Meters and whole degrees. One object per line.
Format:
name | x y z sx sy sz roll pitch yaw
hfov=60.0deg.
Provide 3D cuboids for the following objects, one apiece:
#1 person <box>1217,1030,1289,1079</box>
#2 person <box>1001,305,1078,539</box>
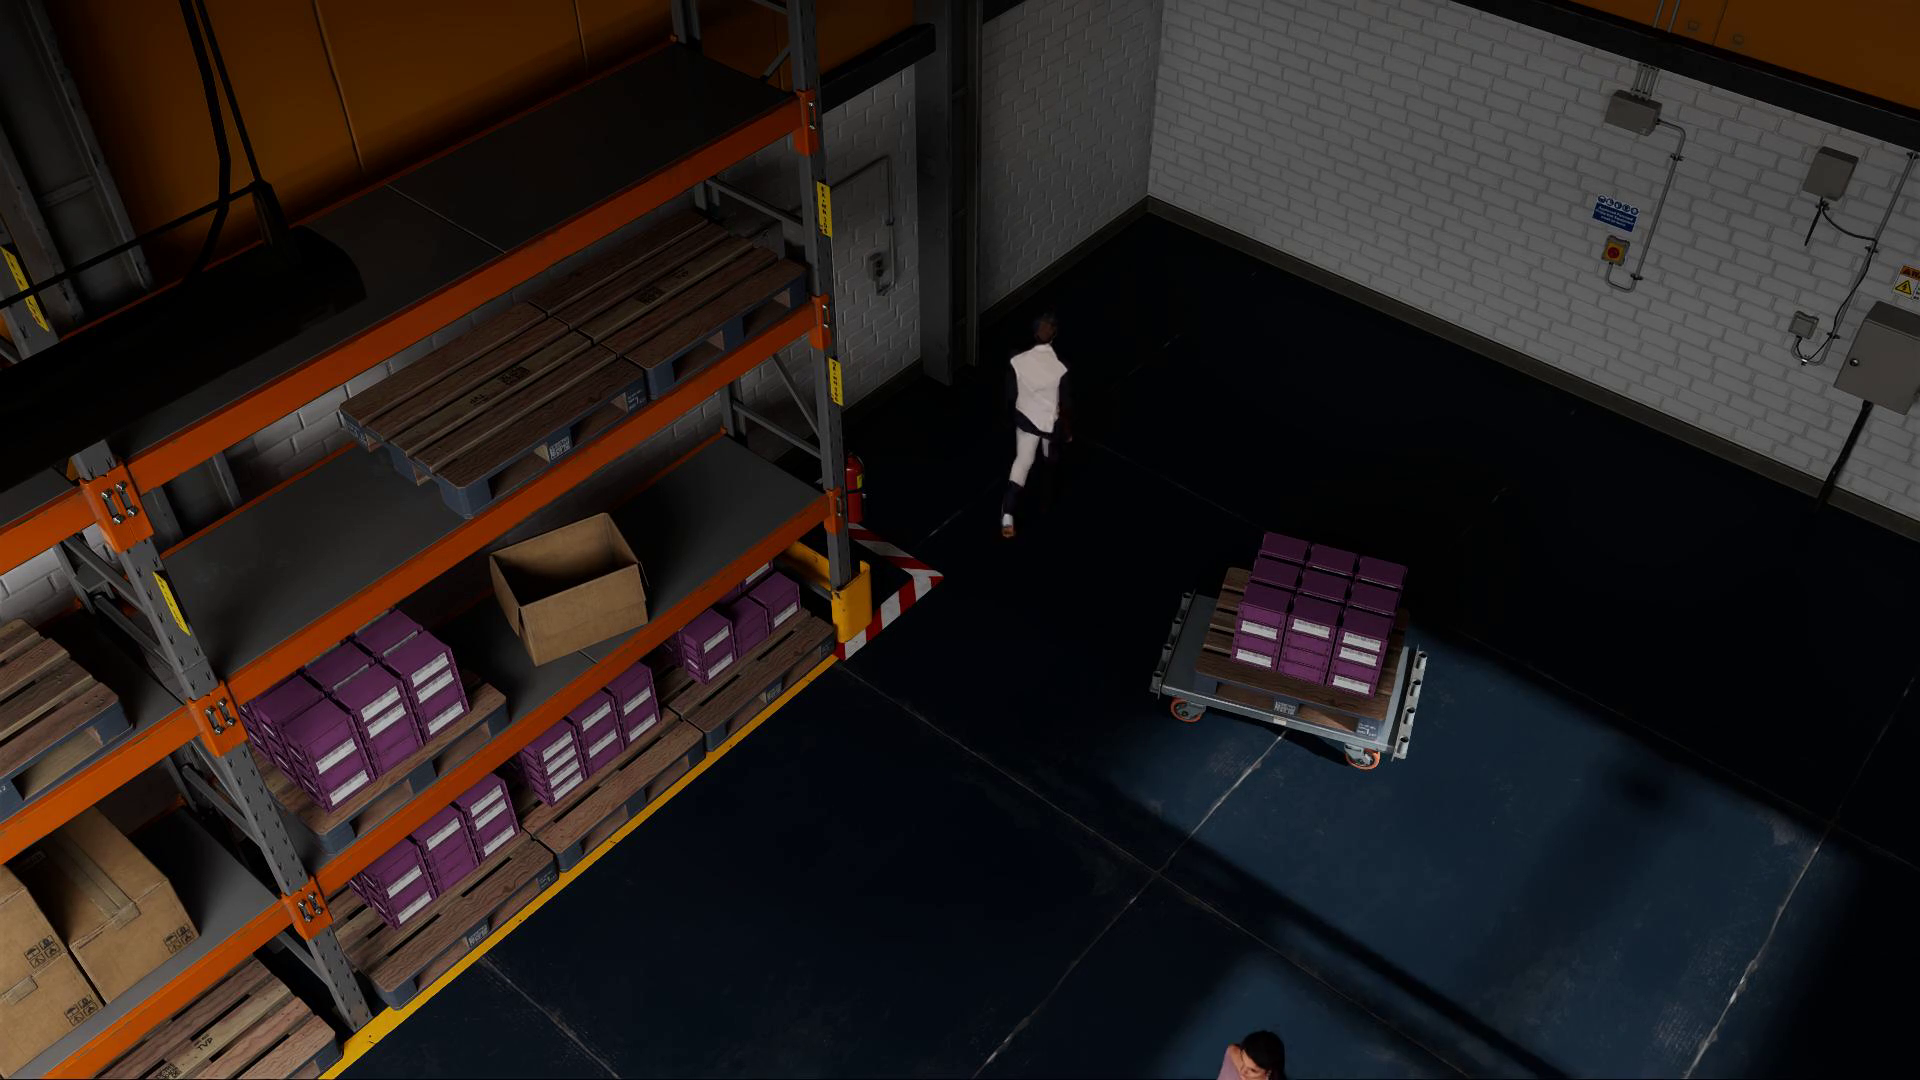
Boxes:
person | 1.402 2.797 7.951 0.690 1.798 0.706 -24 49 -24
person | 0.535 -0.795 11.667 0.889 1.874 1.134 16 46 16
